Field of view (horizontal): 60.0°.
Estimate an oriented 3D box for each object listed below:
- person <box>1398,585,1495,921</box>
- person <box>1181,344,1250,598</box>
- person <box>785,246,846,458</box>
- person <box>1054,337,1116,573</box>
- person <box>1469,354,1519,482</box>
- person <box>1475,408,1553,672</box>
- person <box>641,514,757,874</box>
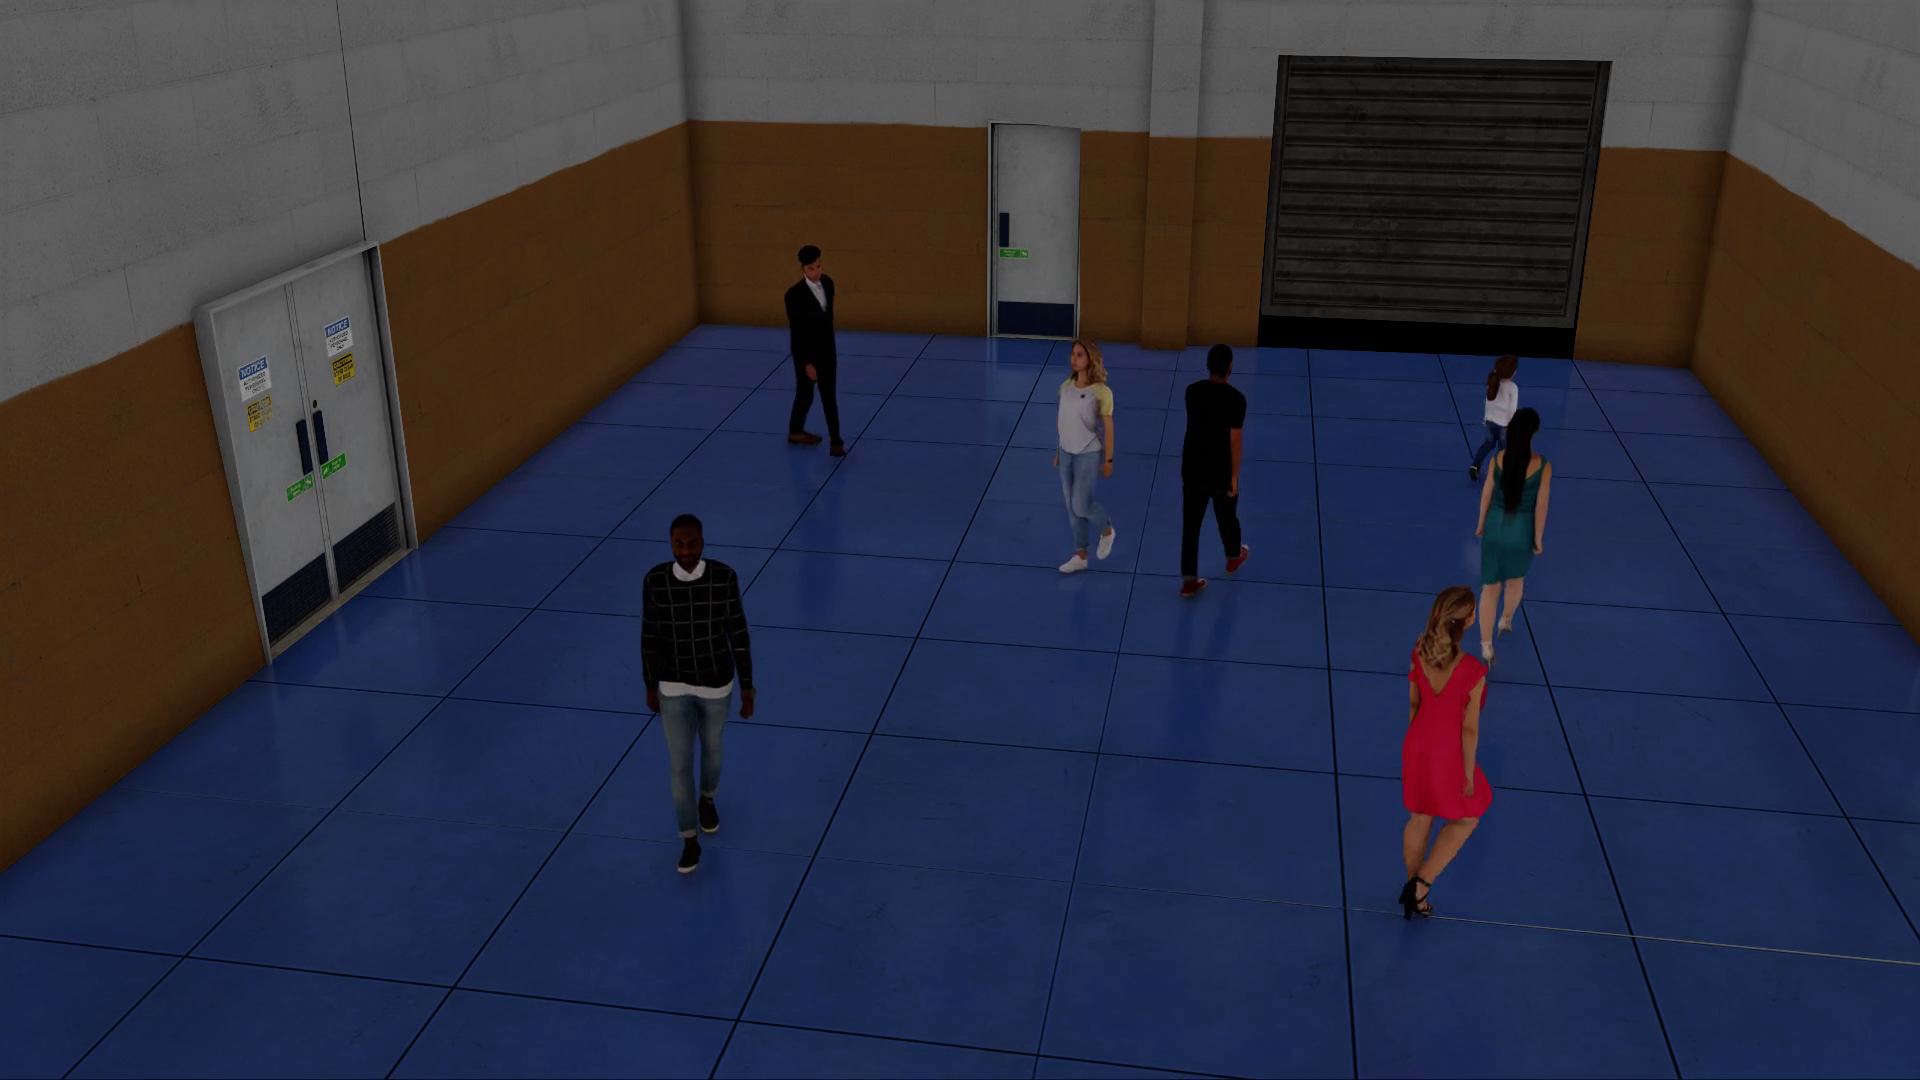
[{"bbox_3d":[2.161,1.028,7.688,0.798,1.720,0.738,-14,26,-31],"label":"person"},{"bbox_3d":[1.654,-0.433,11.321,1.068,1.722,0.925,13,25,29],"label":"person"},{"bbox_3d":[-1.279,-1.606,14.118,1.221,1.813,1.127,18,28,37],"label":"person"},{"bbox_3d":[0.918,-0.607,11.741,0.884,1.716,0.827,-18,28,-37],"label":"person"},{"bbox_3d":[4.347,-0.971,13.493,0.714,1.100,0.662,-16,27,-34],"label":"person"},{"bbox_3d":[3.373,0.027,10.286,0.998,1.640,0.787,9,24,22],"label":"person"},{"bbox_3d":[-1.338,0.683,8.451,1.075,1.790,0.993,-4,22,-10],"label":"person"}]
